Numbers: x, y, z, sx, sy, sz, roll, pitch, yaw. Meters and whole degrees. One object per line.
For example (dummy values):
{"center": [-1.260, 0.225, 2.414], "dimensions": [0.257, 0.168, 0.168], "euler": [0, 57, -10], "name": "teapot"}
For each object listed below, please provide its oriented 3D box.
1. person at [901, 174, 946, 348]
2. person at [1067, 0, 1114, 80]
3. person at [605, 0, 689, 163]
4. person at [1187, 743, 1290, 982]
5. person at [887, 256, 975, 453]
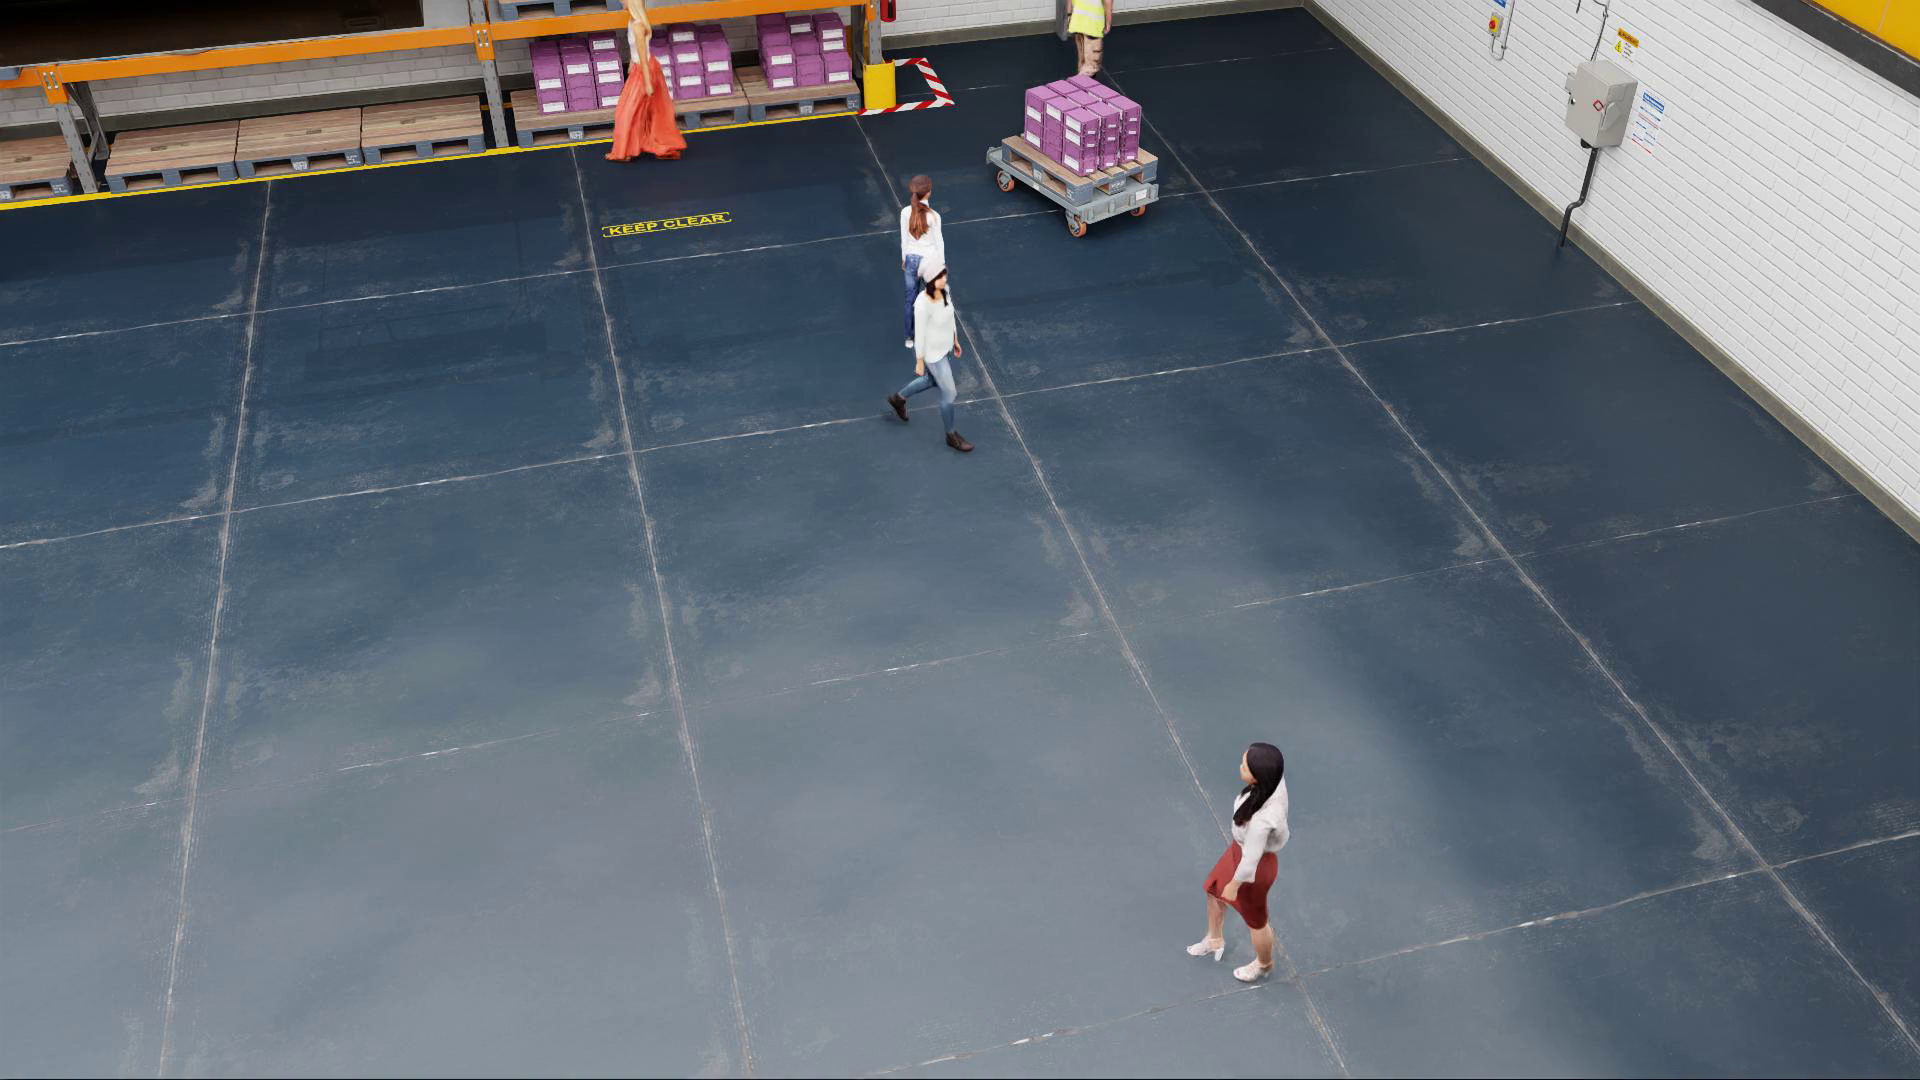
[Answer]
{"center": [-0.324, -2.312, 13.841], "dimensions": [0.585, 1.557, 0.678], "euler": [11, 40, 13], "name": "person"}
{"center": [1.321, -5.407, 17.504], "dimensions": [1.048, 1.822, 1.185], "euler": [28, 46, 31], "name": "person"}
{"center": [-3.029, -4.595, 16.525], "dimensions": [1.100, 1.774, 0.750], "euler": [-5, 39, -6], "name": "person"}
{"center": [1.599, 1.723, 8.649], "dimensions": [0.840, 1.732, 0.781], "euler": [6, 39, 8], "name": "person"}
{"center": [-0.245, -1.463, 12.729], "dimensions": [1.101, 1.618, 1.016], "euler": [18, 42, 21], "name": "person"}
